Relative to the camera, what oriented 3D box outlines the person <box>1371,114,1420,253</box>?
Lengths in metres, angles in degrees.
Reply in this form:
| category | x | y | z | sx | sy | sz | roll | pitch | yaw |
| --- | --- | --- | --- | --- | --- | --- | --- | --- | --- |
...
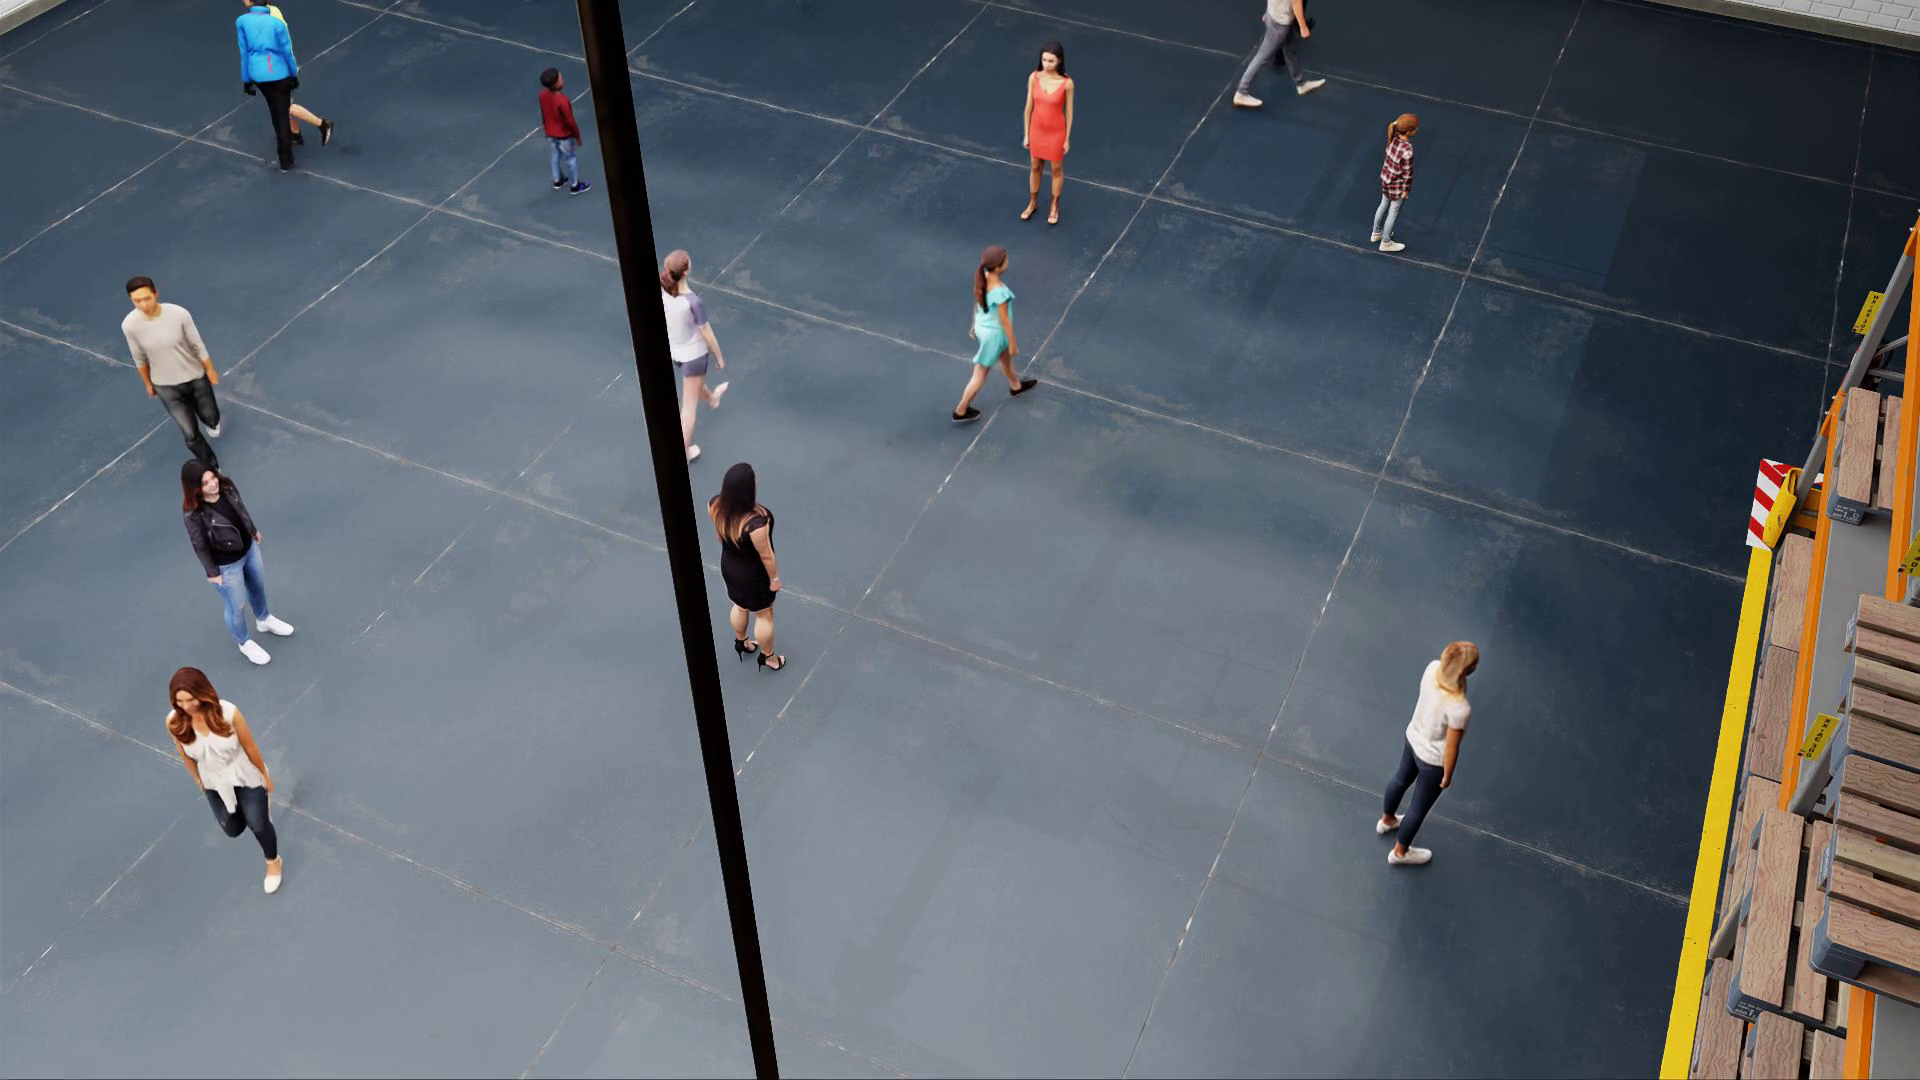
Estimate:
| category | x | y | z | sx | sy | sz | roll | pitch | yaw |
| --- | --- | --- | --- | --- | --- | --- | --- | --- | --- |
| person | 3.831 | -3.161 | 14.625 | 0.682 | 1.305 | 0.611 | -11 | 45 | -11 |

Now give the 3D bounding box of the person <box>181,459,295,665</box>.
| category | x | y | z | sx | sy | sz | roll | pitch | yaw |
| --- | --- | --- | --- | --- | --- | --- | --- | --- | --- |
| person | -4.796 | 0.106 | 10.958 | 0.731 | 1.634 | 0.530 | 12 | 45 | 13 |

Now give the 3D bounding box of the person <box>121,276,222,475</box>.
| category | x | y | z | sx | sy | sz | roll | pitch | yaw |
| --- | --- | --- | --- | --- | --- | --- | --- | --- | --- |
| person | -5.747 | -1.238 | 12.255 | 1.027 | 1.791 | 1.075 | -15 | 46 | -15 |

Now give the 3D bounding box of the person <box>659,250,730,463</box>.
| category | x | y | z | sx | sy | sz | roll | pitch | yaw |
| --- | --- | --- | --- | --- | --- | --- | --- | --- | --- |
| person | -2.081 | -1.322 | 12.391 | 0.639 | 1.724 | 1.111 | 20 | 47 | 20 |

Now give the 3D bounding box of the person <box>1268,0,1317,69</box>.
| category | x | y | z | sx | sy | sz | roll | pitch | yaw |
| --- | --- | --- | --- | --- | --- | --- | --- | --- | --- |
| person | 3.416 | -5.699 | 16.939 | 0.891 | 1.788 | 1.307 | 29 | 51 | 27 |

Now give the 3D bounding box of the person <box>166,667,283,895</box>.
| category | x | y | z | sx | sy | sz | roll | pitch | yaw |
| --- | --- | --- | --- | --- | --- | --- | --- | --- | --- |
| person | -4.172 | 1.304 | 9.602 | 0.808 | 1.769 | 0.907 | -6 | 44 | -6 |

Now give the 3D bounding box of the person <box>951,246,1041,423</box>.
| category | x | y | z | sx | sy | sz | roll | pitch | yaw |
| --- | --- | --- | --- | --- | --- | --- | --- | --- | --- |
| person | 0.182 | -1.549 | 12.778 | 1.121 | 1.518 | 0.963 | -21 | 47 | -20 |

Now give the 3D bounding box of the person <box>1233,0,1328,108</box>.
| category | x | y | z | sx | sy | sz | roll | pitch | yaw |
| --- | --- | --- | --- | --- | --- | --- | --- | --- | --- |
| person | 3.035 | -5.067 | 16.238 | 1.106 | 1.841 | 1.234 | -1 | 44 | -1 |

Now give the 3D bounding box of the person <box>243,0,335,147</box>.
| category | x | y | z | sx | sy | sz | roll | pitch | yaw |
| --- | --- | --- | --- | --- | --- | --- | --- | --- | --- |
| person | -6.373 | -4.467 | 15.719 | 0.931 | 1.688 | 0.943 | -1 | 44 | -2 |

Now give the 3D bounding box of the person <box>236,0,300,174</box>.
| category | x | y | z | sx | sy | sz | roll | pitch | yaw |
| --- | --- | --- | --- | --- | --- | --- | --- | --- | --- |
| person | -6.414 | -4.241 | 15.426 | 0.849 | 1.764 | 0.987 | -2 | 44 | -2 |

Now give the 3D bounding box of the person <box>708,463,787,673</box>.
| category | x | y | z | sx | sy | sz | roll | pitch | yaw |
| --- | --- | --- | --- | --- | --- | --- | --- | --- | --- |
| person | -1.373 | 0.190 | 10.808 | 0.719 | 1.719 | 0.680 | 29 | 51 | 27 |

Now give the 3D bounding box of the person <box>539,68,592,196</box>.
| category | x | y | z | sx | sy | sz | roll | pitch | yaw |
| --- | --- | --- | --- | --- | --- | --- | --- | --- | --- |
| person | -3.696 | -3.738 | 15.269 | 0.559 | 1.253 | 0.539 | 24 | 49 | 23 |

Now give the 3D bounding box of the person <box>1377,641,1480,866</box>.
| category | x | y | z | sx | sy | sz | roll | pitch | yaw |
| --- | --- | --- | --- | --- | --- | --- | --- | --- | --- |
| person | 2.711 | 1.220 | 9.661 | 0.717 | 1.809 | 0.641 | -10 | 45 | -11 |

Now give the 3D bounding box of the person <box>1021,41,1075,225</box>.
| category | x | y | z | sx | sy | sz | roll | pitch | yaw |
| --- | --- | --- | --- | --- | --- | --- | --- | --- | --- |
| person | 0.790 | -3.634 | 14.822 | 0.598 | 1.718 | 0.554 | 13 | 45 | 14 |
